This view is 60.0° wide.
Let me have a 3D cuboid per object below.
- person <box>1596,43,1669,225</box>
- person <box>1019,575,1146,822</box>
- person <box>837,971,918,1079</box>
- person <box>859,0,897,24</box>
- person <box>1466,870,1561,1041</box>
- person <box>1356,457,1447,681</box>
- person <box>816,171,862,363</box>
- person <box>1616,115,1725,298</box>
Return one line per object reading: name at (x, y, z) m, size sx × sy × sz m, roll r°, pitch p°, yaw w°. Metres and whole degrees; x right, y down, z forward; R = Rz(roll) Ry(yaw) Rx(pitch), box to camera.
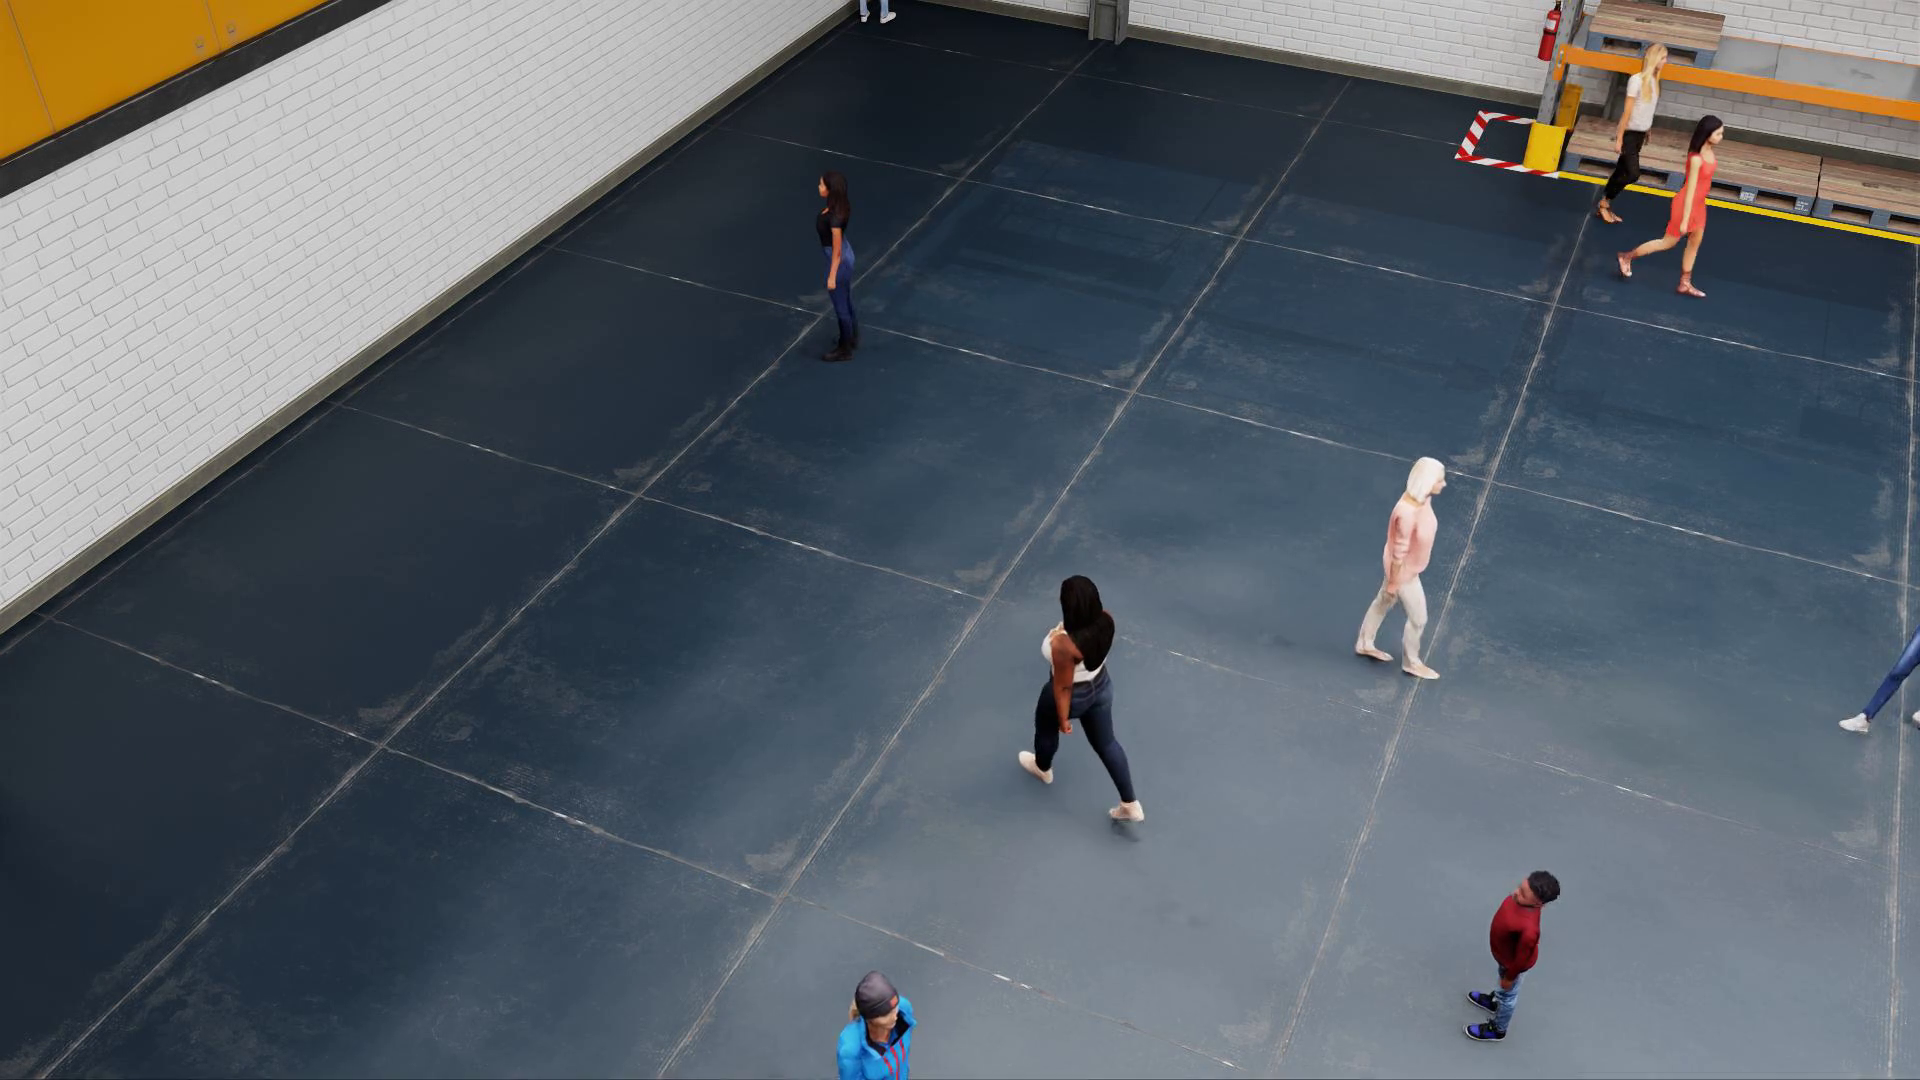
person at (6.363, -3.907, 15.994) m, size 0.700 × 1.813 × 0.707 m, roll 32°, pitch 48°, yaw 33°
person at (0.786, 0.974, 9.916) m, size 1.001 × 1.771 × 1.281 m, roll -26°, pitch 45°, yaw -29°
person at (-0.475, 2.593, 7.895) m, size 0.908 × 1.762 × 1.145 m, roll -28°, pitch 46°, yaw -30°
person at (-1.069, -7.198, 20.085) m, size 0.520 × 1.850 × 0.743 m, roll 11°, pitch 40°, yaw 13°
person at (2.942, 2.179, 8.822) m, size 0.520 × 1.254 × 0.535 m, roll 13°, pitch 40°, yaw 15°
person at (2.851, 0.145, 11.002) m, size 0.810 × 1.710 × 0.619 m, roll 15°, pitch 41°, yaw 17°
person at (-1.003, -2.321, 14.067) m, size 0.661 × 1.740 × 0.641 m, roll 1°, pitch 39°, yaw 2°
person at (6.455, -3.003, 14.959) m, size 1.100 × 1.692 × 0.685 m, roll 21°, pitch 43°, yaw 24°
